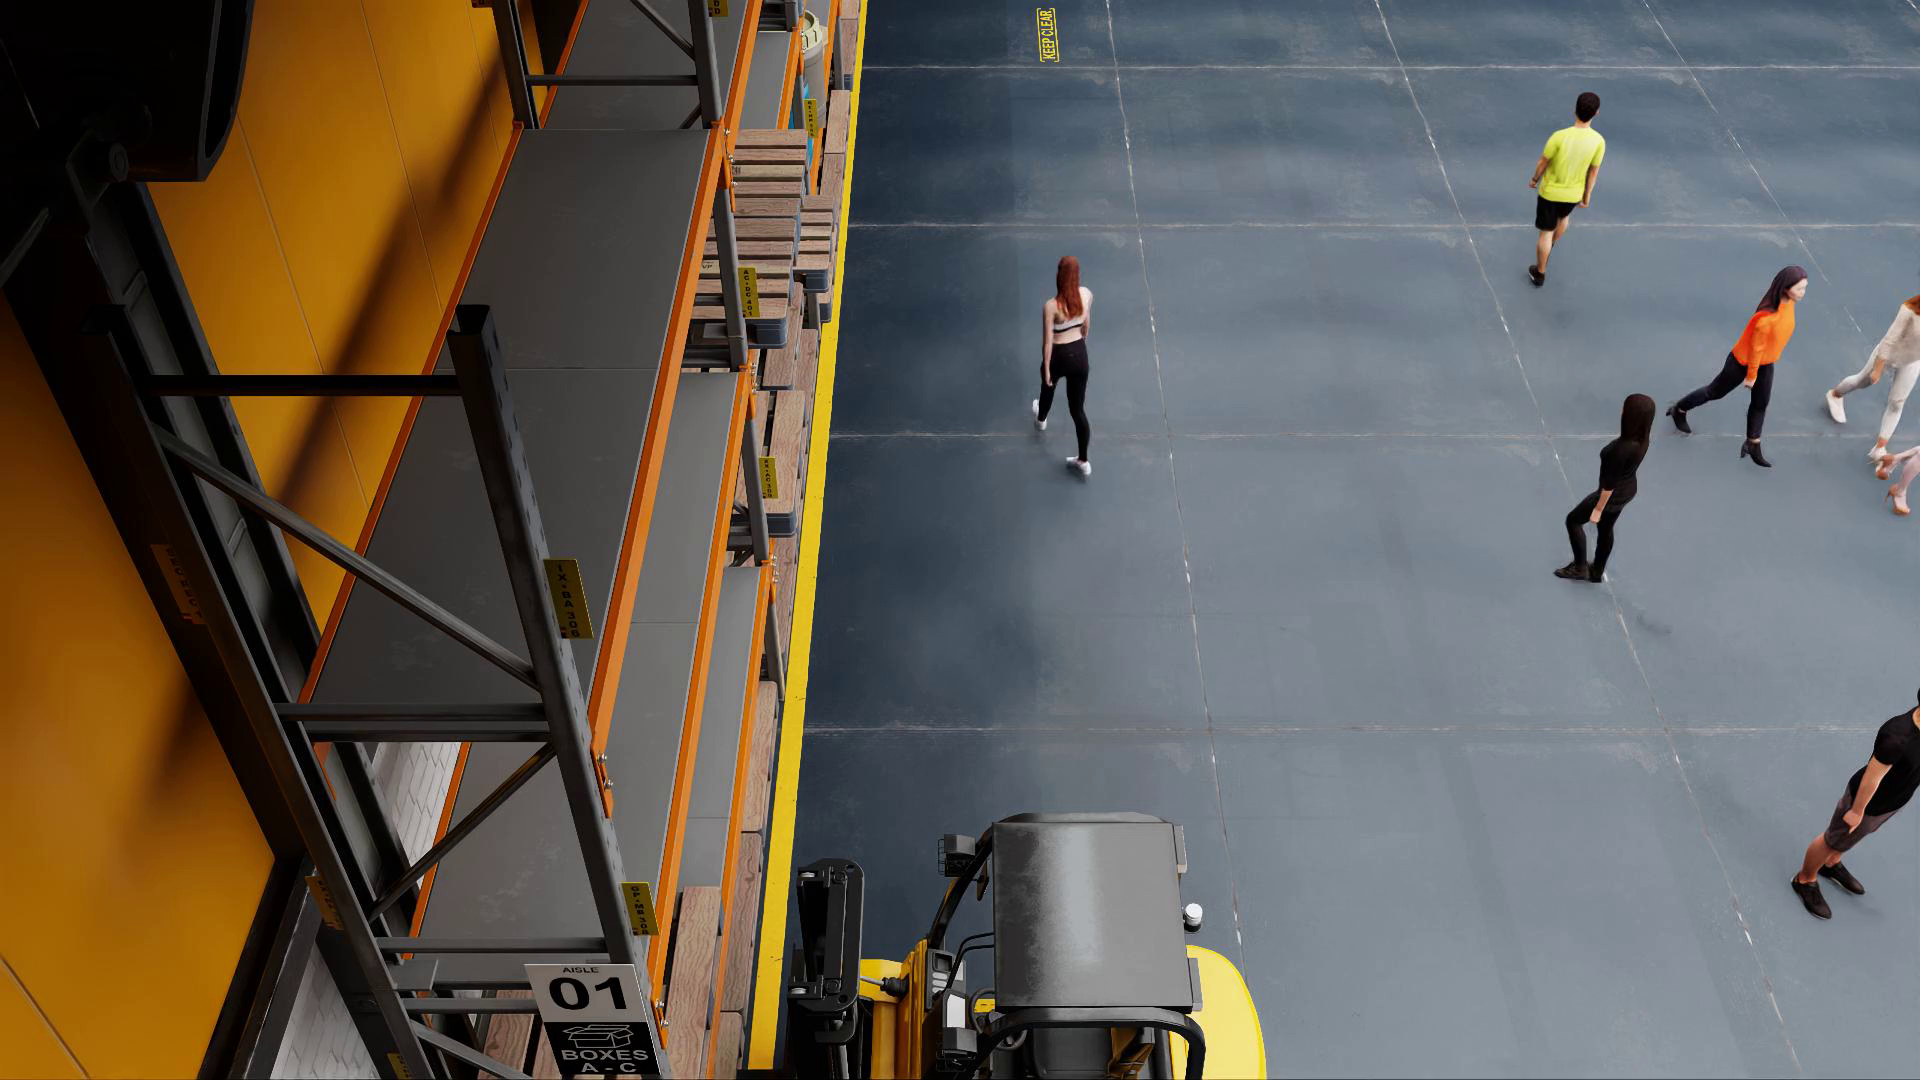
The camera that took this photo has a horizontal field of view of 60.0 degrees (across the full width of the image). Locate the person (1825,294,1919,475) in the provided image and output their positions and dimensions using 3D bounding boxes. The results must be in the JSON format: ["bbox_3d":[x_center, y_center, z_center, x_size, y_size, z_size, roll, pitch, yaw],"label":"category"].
[{"bbox_3d":[7.003,-1.417,12.513,0.704,1.678,1.161,-4,44,-5],"label":"person"}]

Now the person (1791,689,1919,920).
[{"bbox_3d":[5.210,1.406,9.417,0.770,1.861,0.762,-22,48,-22],"label":"person"}]

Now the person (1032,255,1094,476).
[{"bbox_3d":[0.835,-1.247,12.314,0.929,1.706,1.209,-22,48,-21],"label":"person"}]

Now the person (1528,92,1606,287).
[{"bbox_3d":[5.120,-2.926,14.098,0.652,1.677,0.974,2,44,2],"label":"person"}]

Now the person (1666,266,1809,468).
[{"bbox_3d":[5.821,-1.353,12.430,1.060,1.699,1.163,-33,52,-30],"label":"person"}]

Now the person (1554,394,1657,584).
[{"bbox_3d":[4.519,-0.281,11.353,0.771,1.632,0.704,33,53,30],"label":"person"}]
